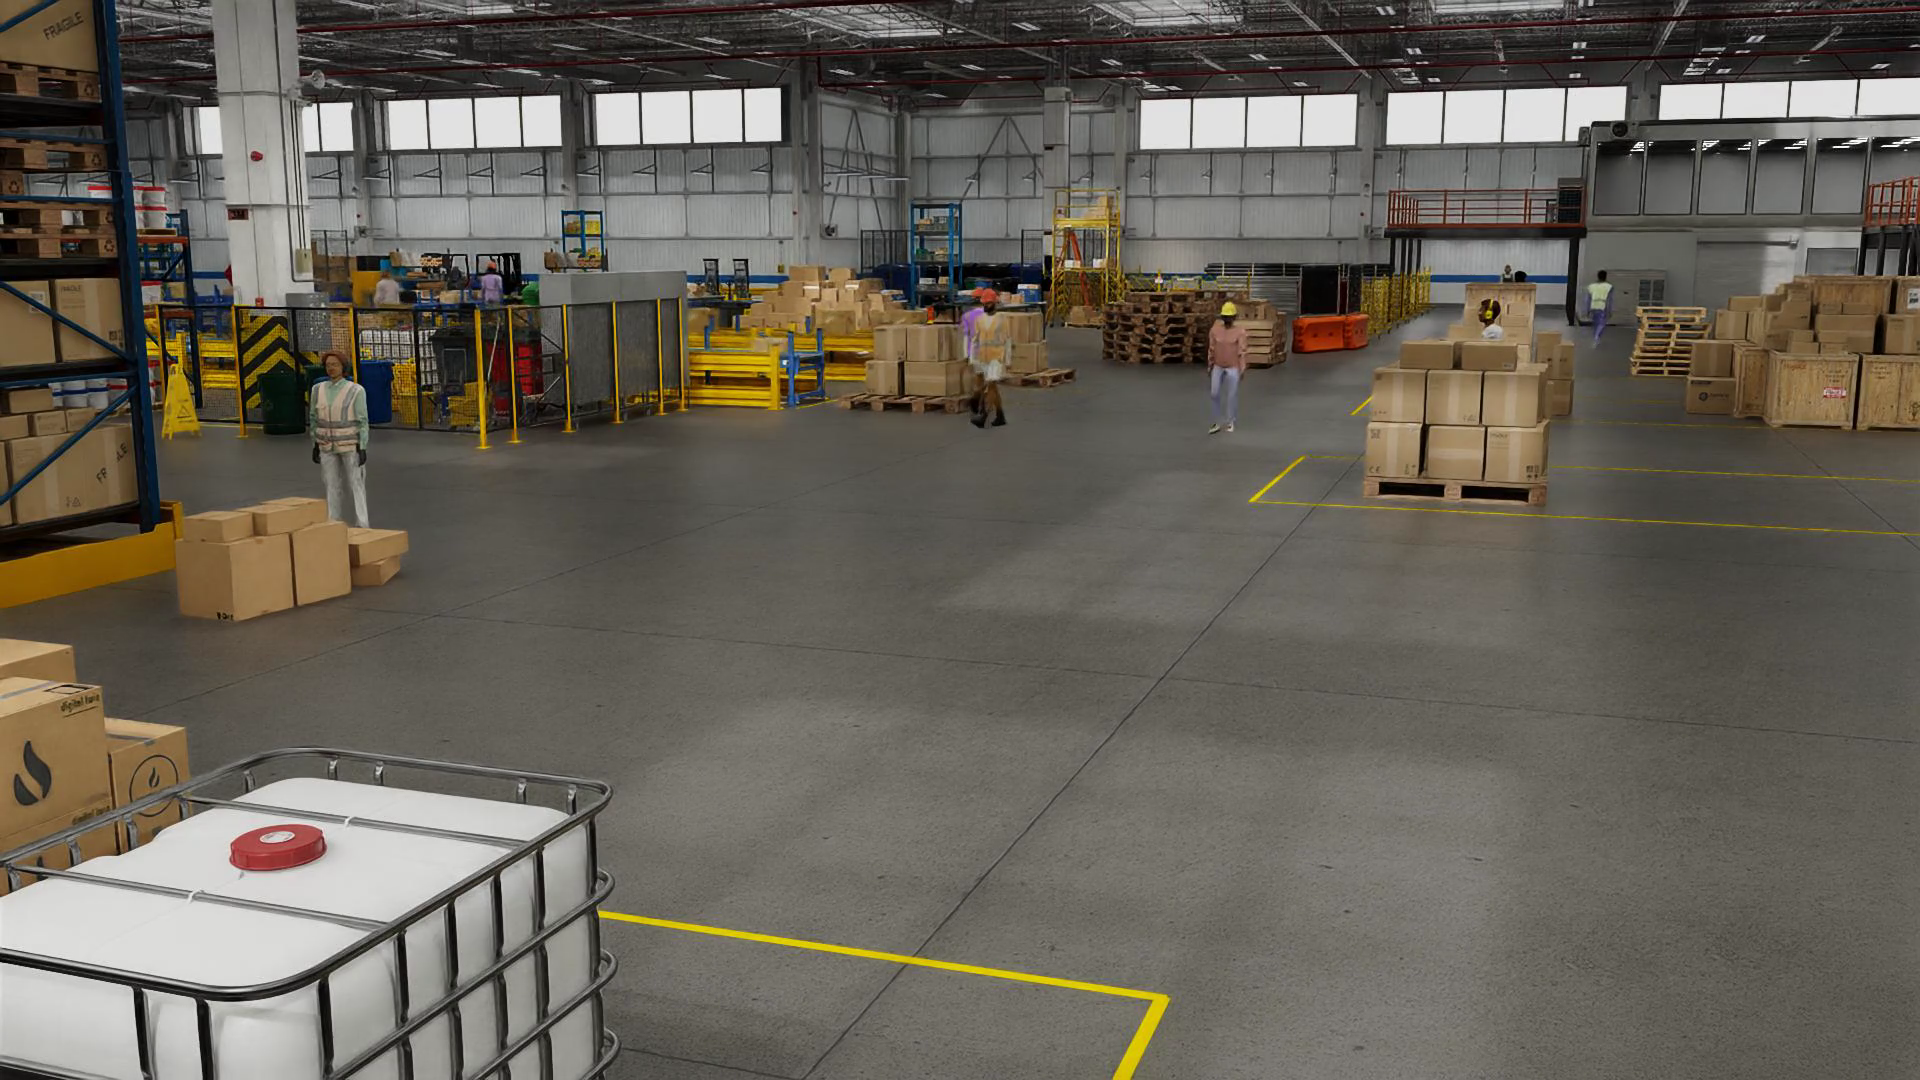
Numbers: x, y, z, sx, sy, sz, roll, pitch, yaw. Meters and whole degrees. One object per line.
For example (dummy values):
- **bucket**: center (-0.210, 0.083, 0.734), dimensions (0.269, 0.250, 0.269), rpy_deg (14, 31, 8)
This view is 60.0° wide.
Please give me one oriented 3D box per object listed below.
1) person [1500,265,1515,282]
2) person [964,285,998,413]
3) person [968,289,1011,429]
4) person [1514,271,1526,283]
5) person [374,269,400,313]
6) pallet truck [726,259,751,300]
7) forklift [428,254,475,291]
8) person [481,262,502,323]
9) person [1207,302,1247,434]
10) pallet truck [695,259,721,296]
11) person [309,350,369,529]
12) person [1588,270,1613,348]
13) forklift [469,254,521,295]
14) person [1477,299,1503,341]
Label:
- **person**: center (18.592, -8.432, 56.545), dimensions (0.508, 1.829, 0.560), rpy_deg (3, 11, 19)
- **person**: center (0.299, -2.786, 24.505), dimensions (0.561, 1.909, 0.746), rpy_deg (4, 11, 22)
- **person**: center (0.363, -2.466, 22.749), dimensions (0.565, 1.884, 0.986), rpy_deg (7, 12, 33)
- **person**: center (11.754, -4.707, 35.175), dimensions (0.375, 1.959, 0.603), rpy_deg (8, 13, 38)
- **person**: center (-14.831, -6.015, 42.779), dimensions (0.933, 1.864, 0.679), rpy_deg (5, 11, 26)
- **pallet truck**: center (-7.986, -9.493, 62.019), dimensions (0.823, 1.965, 1.885), rpy_deg (3, 11, 17)
- **forklift**: center (-20.133, -10.254, 65.465), dimensions (1.157, 1.987, 2.680), rpy_deg (3, 11, 19)
- **person**: center (-13.283, -6.885, 47.263), dimensions (0.625, 2.029, 0.434), rpy_deg (1, 10, 4)
- **person**: center (3.525, -2.274, 22.076), dimensions (0.547, 1.739, 0.693), rpy_deg (4, 11, 23)
- **pallet truck**: center (-9.165, -9.627, 62.776), dimensions (0.823, 1.965, 1.885), rpy_deg (4, 11, 23)
- **person**: center (-5.124, -0.747, 13.757), dimensions (0.517, 1.645, 0.308), rpy_deg (2, 10, 11)
- **person**: center (15.462, -5.575, 40.232), dimensions (0.594, 1.906, 0.543), rpy_deg (8, 13, 39)
- **forklift**: center (-17.990, -10.121, 64.684), dimensions (1.157, 1.987, 2.680), rpy_deg (3, 11, 17)
- **person**: center (6.161, -1.880, 19.495), dimensions (0.328, 1.877, 0.515), rpy_deg (6, 12, 32)
